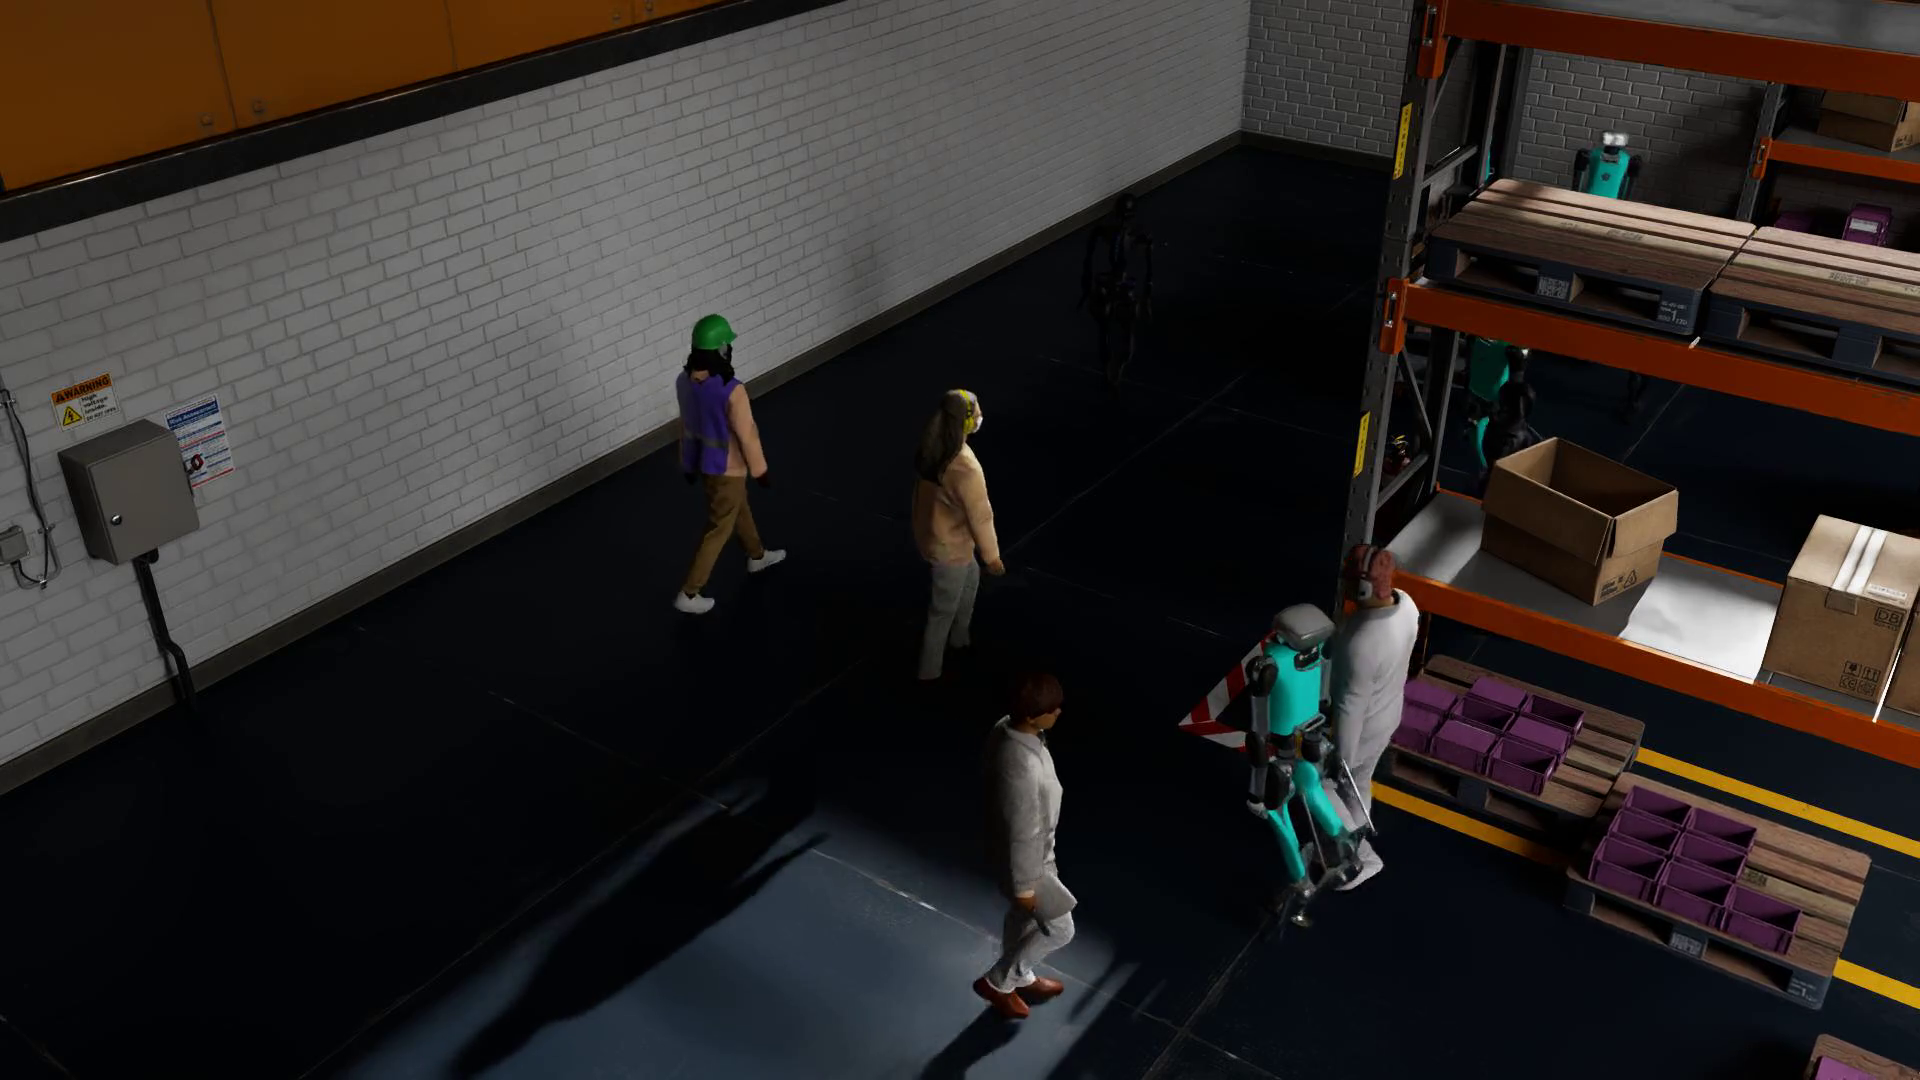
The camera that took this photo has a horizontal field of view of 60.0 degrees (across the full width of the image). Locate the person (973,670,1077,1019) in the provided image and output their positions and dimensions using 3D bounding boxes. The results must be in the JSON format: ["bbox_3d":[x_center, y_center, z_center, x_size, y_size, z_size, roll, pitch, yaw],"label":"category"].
[{"bbox_3d":[0.295,1.333,7.174,0.423,1.818,0.541,-1,30,-2],"label":"person"}]

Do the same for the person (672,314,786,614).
[{"bbox_3d":[-1.490,-0.485,10.267,0.538,1.892,0.989,26,39,37],"label":"person"}]

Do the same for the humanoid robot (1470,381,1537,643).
[{"bbox_3d":[3.157,-0.197,10.019,0.694,1.648,0.587,13,32,21],"label":"humanoid robot"}]

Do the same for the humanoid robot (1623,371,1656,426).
[{"bbox_3d":[5.273,-1.688,12.586,0.619,1.648,0.543,1,30,2],"label":"humanoid robot"}]

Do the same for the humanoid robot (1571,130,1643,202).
[{"bbox_3d":[5.418,-2.708,14.255,0.566,1.771,0.824,10,31,17],"label":"humanoid robot"}]

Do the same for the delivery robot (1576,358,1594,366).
[{"bbox_3d":[5.324,-1.789,13.875,0.513,0.612,0.784,-7,31,-12],"label":"delivery robot"}]

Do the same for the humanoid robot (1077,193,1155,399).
[{"bbox_3d":[1.184,-1.873,12.890,0.608,1.644,0.531,9,31,15],"label":"humanoid robot"}]

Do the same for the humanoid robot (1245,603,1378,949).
[{"bbox_3d":[1.618,1.164,7.586,0.547,1.831,0.664,-22,37,-33],"label":"humanoid robot"}]

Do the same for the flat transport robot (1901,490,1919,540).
[{"bbox_3d":[7.064,0.062,10.932,1.431,0.231,0.659,-2,30,-4],"label":"flat transport robot"}]

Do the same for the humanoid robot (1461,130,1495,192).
[{"bbox_3d":[4.694,-2.841,14.619,0.784,1.893,0.559,2,30,4],"label":"humanoid robot"}]

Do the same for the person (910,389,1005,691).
[{"bbox_3d":[0.016,0.000,9.460,0.719,1.853,0.568,-13,32,-21],"label":"person"}]

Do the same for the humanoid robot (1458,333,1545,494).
[{"bbox_3d":[3.604,-0.743,10.877,0.757,1.786,0.554,-12,32,-20],"label":"humanoid robot"}]

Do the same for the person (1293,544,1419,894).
[{"bbox_3d":[1.878,0.863,7.928,0.449,1.889,0.657,20,36,31],"label":"person"}]
